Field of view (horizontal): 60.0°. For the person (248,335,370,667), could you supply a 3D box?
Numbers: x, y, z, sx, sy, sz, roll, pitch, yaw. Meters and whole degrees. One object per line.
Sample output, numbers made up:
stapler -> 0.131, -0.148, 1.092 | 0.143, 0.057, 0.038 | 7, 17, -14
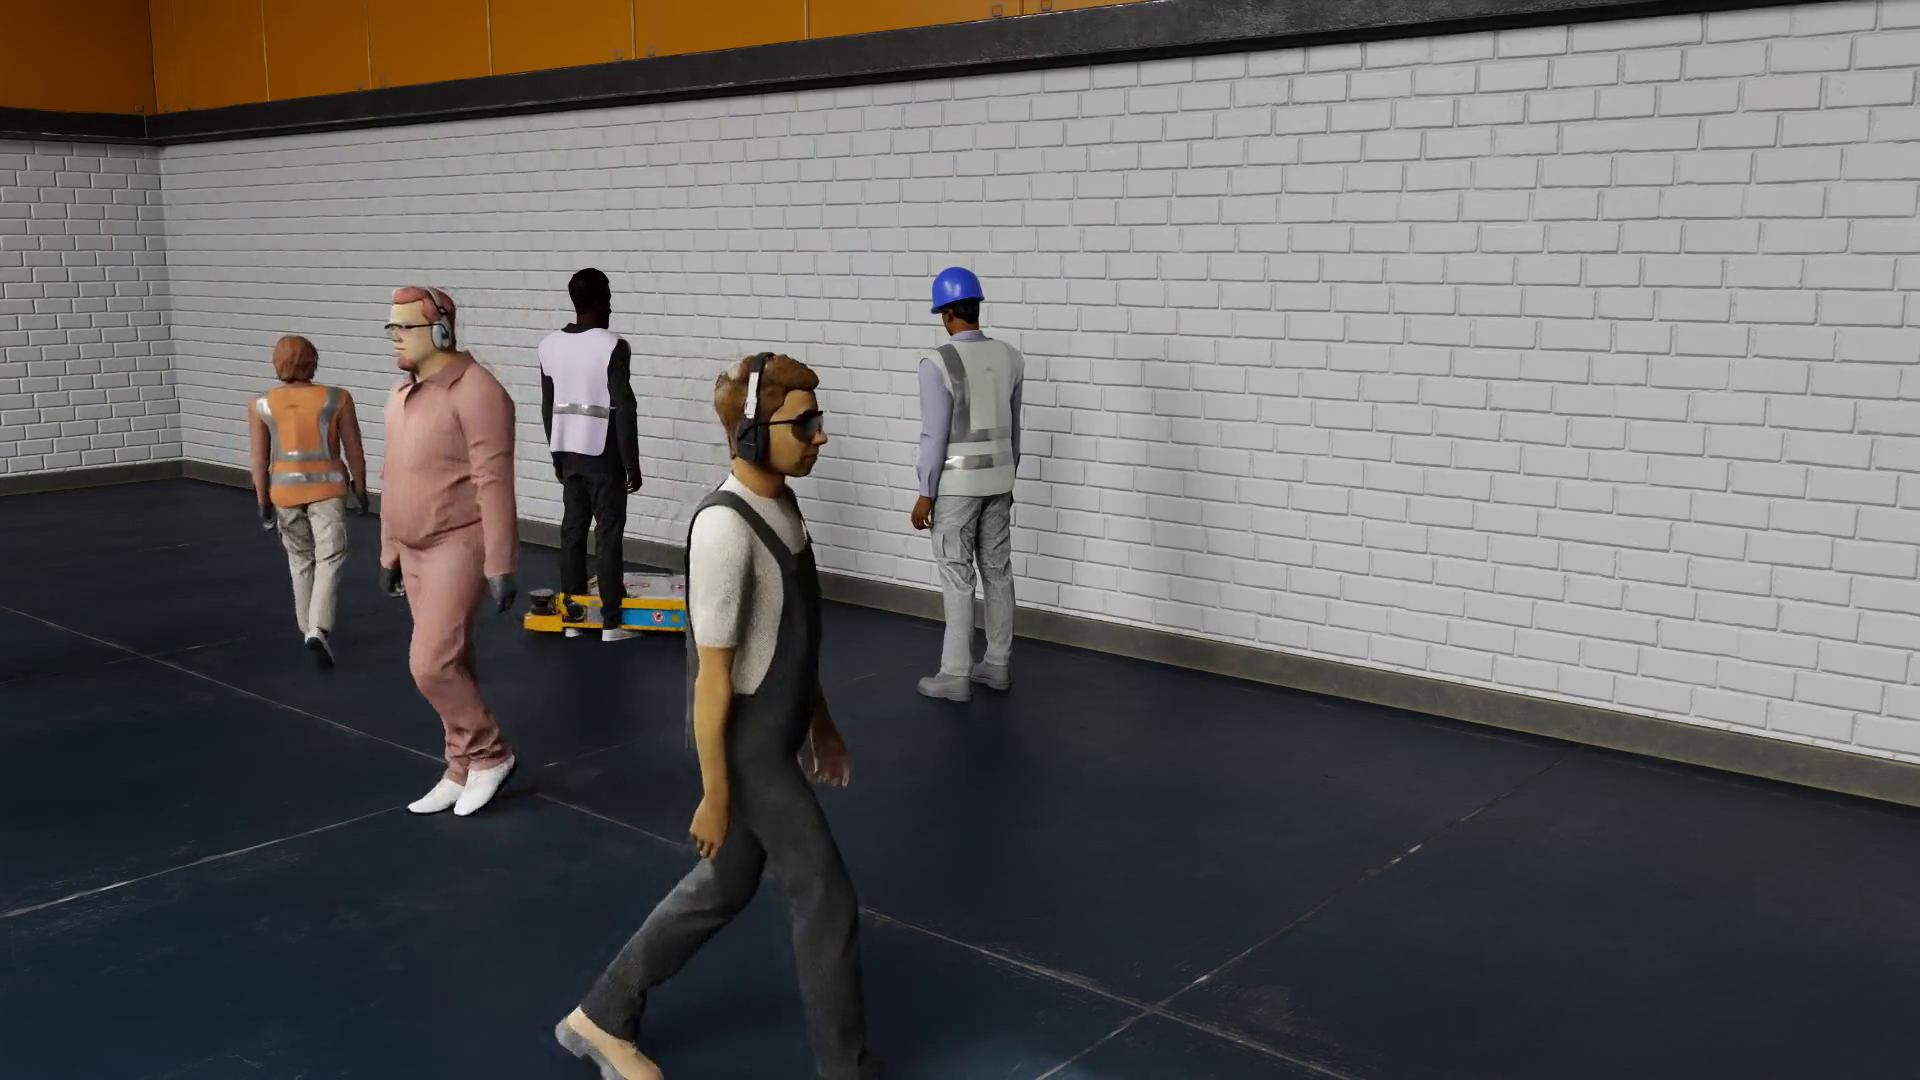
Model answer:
person -> -3.207, -0.203, 8.173 | 0.518, 1.606, 0.791 | -1, 10, -7

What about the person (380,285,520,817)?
person -> -1.841, 0.058, 5.865 | 0.678, 1.891, 0.432 | 9, 14, 43

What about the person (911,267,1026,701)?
person -> 0.027, -0.247, 7.482 | 0.604, 1.937, 0.403 | -10, 14, -43

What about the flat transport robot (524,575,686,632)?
flat transport robot -> -1.519, 0.343, 8.865 | 1.431, 0.197, 0.652 | 2, 10, 11

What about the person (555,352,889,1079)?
person -> -0.517, 0.472, 3.780 | 0.925, 1.812, 0.525 | 0, 10, 3

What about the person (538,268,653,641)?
person -> -1.902, -0.433, 8.590 | 0.587, 1.920, 0.390 | 6, 11, 29
